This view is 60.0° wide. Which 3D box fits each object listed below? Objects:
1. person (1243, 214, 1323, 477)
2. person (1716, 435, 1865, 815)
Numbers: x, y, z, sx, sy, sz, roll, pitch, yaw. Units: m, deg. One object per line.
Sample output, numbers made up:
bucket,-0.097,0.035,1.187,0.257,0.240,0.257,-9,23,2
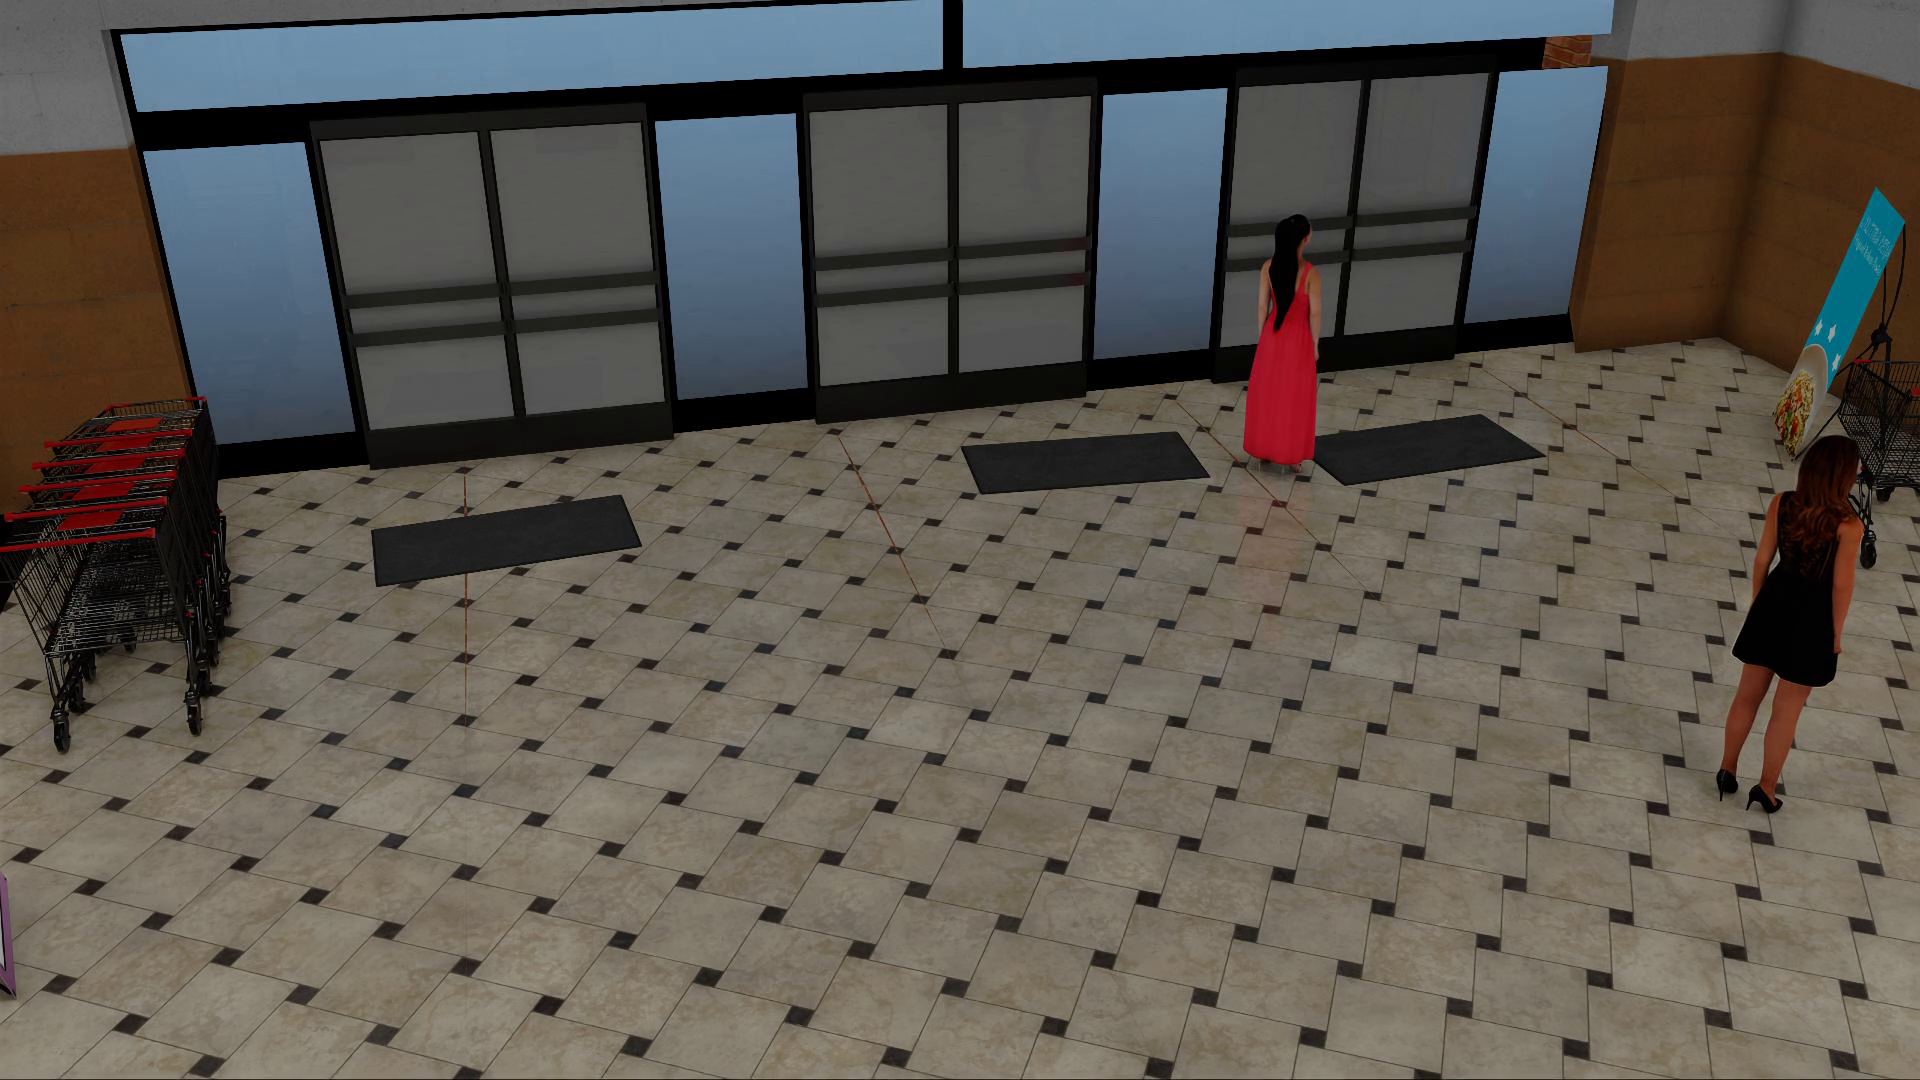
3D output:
person,2.088,-1.239,10.640,0.701,1.727,0.774,17,32,30
person,3.645,0.389,7.312,0.709,1.835,0.585,-19,33,-33
